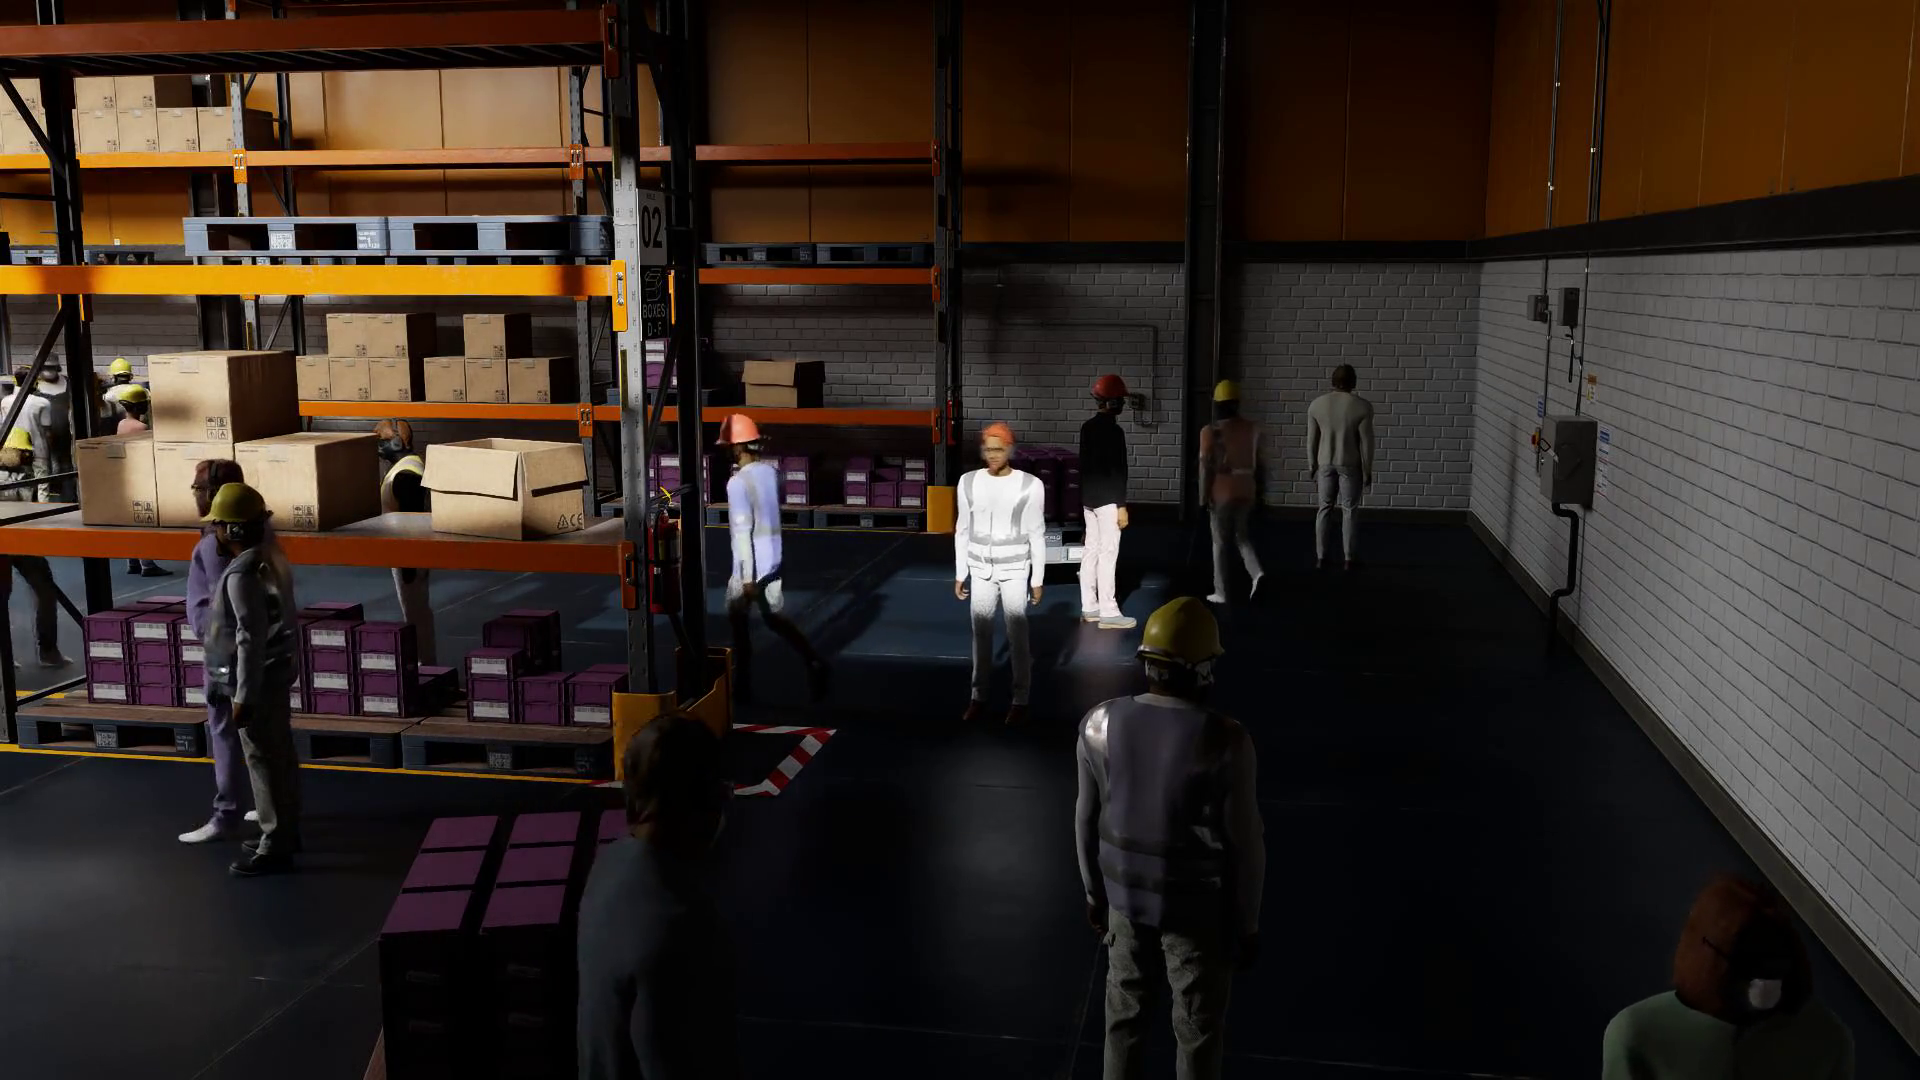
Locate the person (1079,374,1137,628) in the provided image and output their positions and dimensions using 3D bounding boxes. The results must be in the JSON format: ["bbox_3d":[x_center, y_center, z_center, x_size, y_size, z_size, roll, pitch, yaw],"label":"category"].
[{"bbox_3d":[1.155,-0.306,13.120,0.385,1.995,0.612,-4,10,-22],"label":"person"}]

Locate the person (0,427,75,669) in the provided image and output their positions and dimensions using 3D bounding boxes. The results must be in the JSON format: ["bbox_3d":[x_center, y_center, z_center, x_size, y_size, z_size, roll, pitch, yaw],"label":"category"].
[{"bbox_3d":[-6.562,0.072,11.639,0.709,1.715,0.499,3,10,19],"label":"person"}]

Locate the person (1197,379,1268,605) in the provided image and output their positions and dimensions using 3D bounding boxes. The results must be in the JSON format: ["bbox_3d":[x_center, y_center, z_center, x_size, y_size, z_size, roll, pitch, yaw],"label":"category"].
[{"bbox_3d":[2.295,-0.379,13.864,0.599,1.911,0.626,-4,10,-21],"label":"person"}]

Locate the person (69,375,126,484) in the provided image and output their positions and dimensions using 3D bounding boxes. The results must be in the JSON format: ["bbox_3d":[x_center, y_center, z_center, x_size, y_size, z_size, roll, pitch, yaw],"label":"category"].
[{"bbox_3d":[-8.461,-0.739,16.390,0.595,1.818,0.598,8,12,42],"label":"person"}]

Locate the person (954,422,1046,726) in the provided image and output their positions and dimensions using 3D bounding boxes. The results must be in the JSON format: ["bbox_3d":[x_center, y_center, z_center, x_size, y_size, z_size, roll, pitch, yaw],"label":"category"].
[{"bbox_3d":[0.249,0.210,10.294,0.583,1.879,0.346,4,10,22],"label":"person"}]

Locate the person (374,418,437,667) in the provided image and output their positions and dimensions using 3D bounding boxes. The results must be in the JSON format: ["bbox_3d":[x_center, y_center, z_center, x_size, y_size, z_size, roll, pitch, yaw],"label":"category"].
[{"bbox_3d":[-3.710,0.099,11.131,0.430,1.837,0.632,-4,10,-23],"label":"person"}]

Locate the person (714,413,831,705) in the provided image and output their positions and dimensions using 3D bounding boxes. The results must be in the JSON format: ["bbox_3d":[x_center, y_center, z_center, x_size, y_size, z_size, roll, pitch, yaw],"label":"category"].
[{"bbox_3d":[-1.234,0.144,10.588,0.765,1.911,0.562,4,10,25],"label":"person"}]

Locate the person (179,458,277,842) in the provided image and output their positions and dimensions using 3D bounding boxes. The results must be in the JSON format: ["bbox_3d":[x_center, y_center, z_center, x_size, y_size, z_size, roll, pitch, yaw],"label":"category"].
[{"bbox_3d":[-3.596,0.536,8.221,0.401,1.909,0.646,-1,9,-3],"label":"person"}]

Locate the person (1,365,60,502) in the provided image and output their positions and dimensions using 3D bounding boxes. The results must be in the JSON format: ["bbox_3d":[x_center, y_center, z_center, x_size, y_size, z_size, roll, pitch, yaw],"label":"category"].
[{"bbox_3d":[-9.360,-0.831,16.776,0.533,1.868,0.314,0,9,-1],"label":"person"}]

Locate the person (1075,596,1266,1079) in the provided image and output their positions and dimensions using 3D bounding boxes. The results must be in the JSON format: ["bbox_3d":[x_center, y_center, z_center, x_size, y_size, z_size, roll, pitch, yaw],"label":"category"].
[{"bbox_3d":[0.646,1.077,5.050,0.600,1.829,0.404,6,11,32],"label":"person"}]

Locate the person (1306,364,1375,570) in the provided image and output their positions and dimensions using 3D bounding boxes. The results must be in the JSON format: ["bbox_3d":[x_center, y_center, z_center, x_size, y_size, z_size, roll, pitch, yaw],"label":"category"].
[{"bbox_3d":[3.578,-0.685,15.653,0.635,1.937,0.353,5,10,28],"label":"person"}]

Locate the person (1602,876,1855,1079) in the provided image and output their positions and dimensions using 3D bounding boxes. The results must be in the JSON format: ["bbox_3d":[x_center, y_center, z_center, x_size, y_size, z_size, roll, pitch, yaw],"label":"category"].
[{"bbox_3d":[1.533,1.448,3.405,0.505,1.621,0.466,1,9,5],"label":"person"}]

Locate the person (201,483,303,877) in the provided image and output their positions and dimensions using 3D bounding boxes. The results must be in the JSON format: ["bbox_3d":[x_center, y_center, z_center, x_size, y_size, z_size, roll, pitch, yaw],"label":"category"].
[{"bbox_3d":[-3.286,0.643,7.740,0.403,1.832,0.594,-1,9,-9],"label":"person"}]

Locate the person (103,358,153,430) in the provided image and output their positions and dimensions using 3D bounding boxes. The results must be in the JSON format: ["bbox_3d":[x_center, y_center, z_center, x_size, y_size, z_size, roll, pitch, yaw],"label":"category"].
[{"bbox_3d":[-9.317,-1.109,18.606,0.403,1.835,0.586,8,12,41],"label":"person"}]

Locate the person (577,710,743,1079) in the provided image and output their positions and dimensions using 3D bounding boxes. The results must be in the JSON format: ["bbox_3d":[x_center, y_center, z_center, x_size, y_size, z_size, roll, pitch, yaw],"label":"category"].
[{"bbox_3d":[-0.646,1.313,3.408,0.548,1.896,0.701,-4,10,-21],"label":"person"}]

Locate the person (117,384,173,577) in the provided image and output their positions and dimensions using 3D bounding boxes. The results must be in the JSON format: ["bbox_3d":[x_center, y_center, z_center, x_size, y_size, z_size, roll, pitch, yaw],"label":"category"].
[{"bbox_3d":[-7.538,-0.545,15.303,0.531,1.772,0.301,7,12,38],"label":"person"}]

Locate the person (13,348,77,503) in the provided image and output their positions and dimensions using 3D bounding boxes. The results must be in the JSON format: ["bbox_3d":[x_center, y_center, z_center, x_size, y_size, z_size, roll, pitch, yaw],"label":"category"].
[{"bbox_3d":[-9.894,-1.134,18.119,0.705,2.000,0.690,9,13,44],"label":"person"}]
